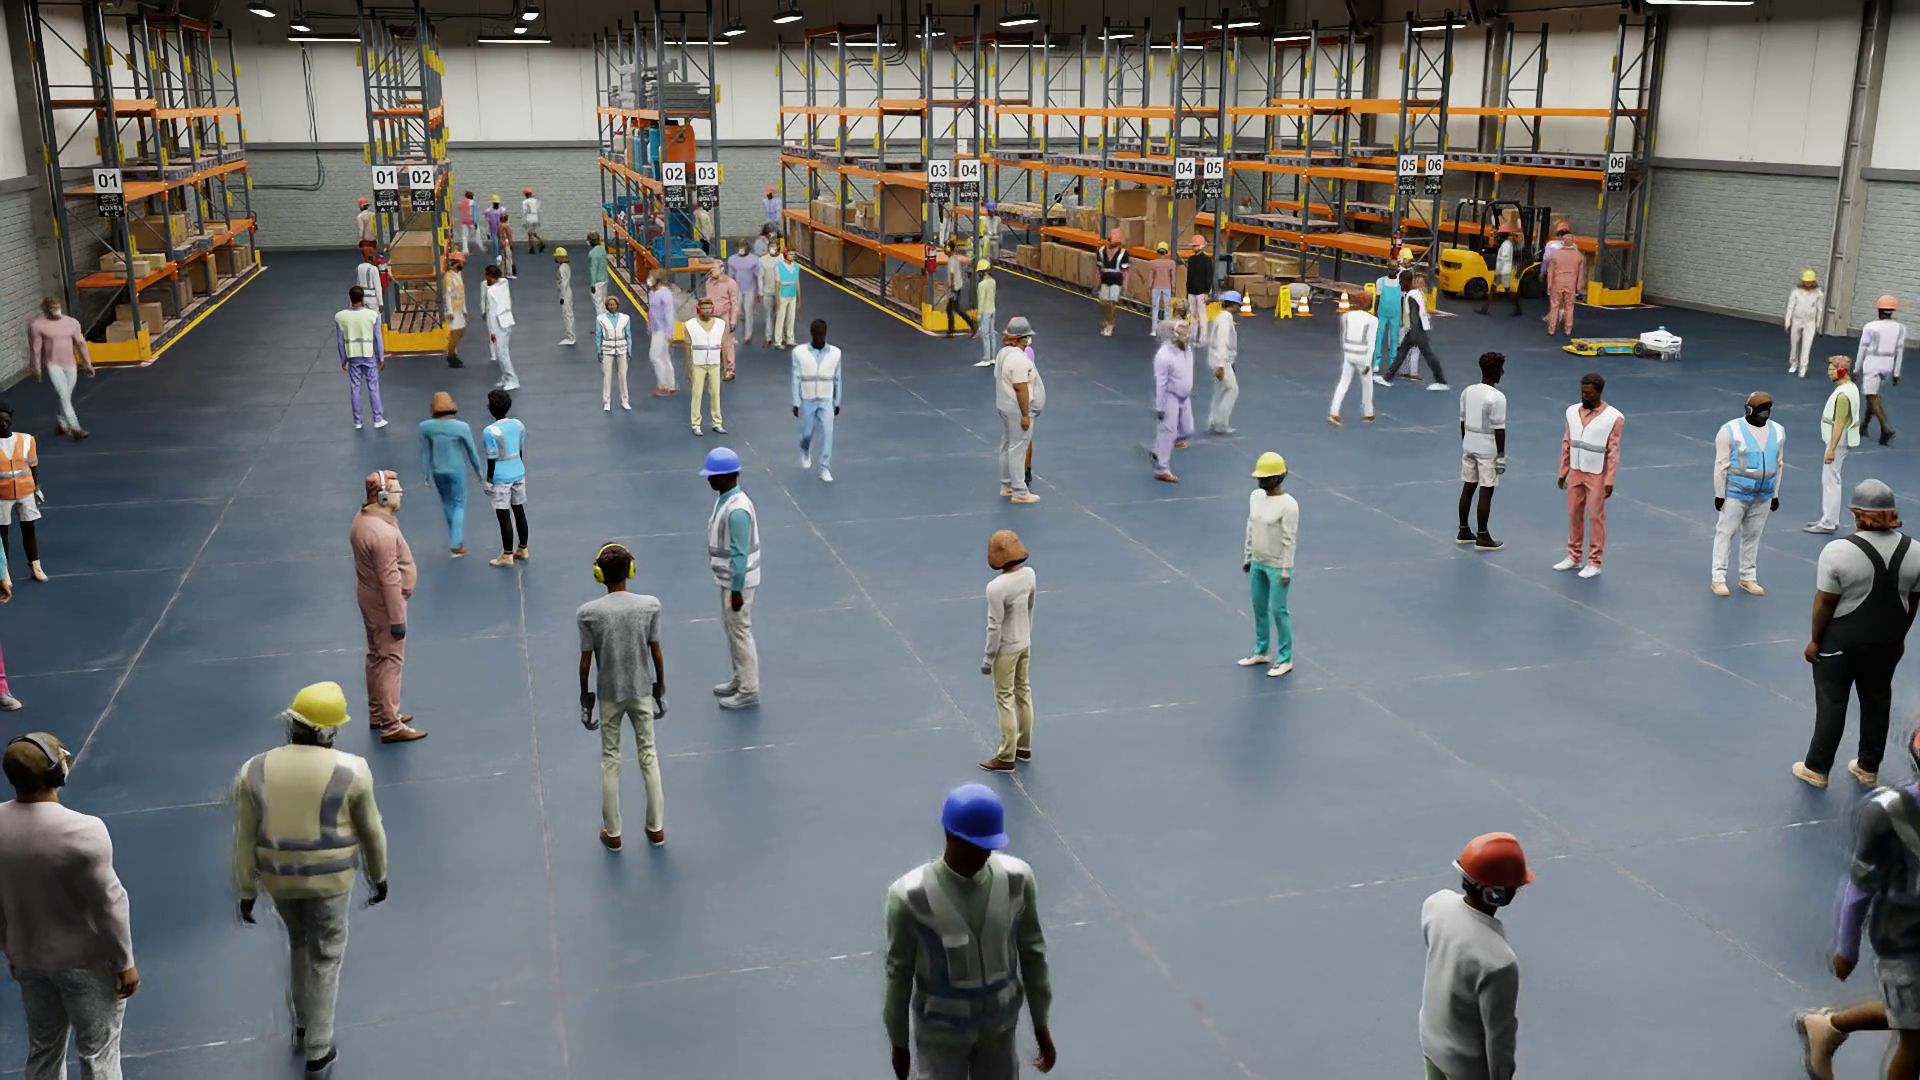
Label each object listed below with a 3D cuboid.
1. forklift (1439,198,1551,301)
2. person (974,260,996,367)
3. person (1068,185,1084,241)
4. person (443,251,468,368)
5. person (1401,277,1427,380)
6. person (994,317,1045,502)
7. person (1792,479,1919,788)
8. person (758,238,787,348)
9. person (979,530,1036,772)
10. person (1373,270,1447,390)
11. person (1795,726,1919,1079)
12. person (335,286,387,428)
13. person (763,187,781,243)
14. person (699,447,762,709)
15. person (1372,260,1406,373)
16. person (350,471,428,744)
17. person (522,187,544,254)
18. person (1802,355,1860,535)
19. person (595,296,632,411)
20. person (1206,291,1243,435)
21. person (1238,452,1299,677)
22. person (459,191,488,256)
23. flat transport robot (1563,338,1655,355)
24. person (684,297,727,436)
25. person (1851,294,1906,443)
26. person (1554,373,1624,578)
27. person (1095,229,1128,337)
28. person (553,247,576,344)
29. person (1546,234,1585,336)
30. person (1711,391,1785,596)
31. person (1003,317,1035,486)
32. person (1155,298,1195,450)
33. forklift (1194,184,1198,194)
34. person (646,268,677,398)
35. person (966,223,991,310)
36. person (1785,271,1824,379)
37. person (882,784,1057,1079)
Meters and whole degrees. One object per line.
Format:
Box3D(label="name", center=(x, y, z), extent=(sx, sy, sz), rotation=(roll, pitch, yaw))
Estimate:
Box3D(label="forklift", center=(11.913, -6.508, 37.130), extent=(2.313, 2.155, 1.214), rotation=(-4, 15, -15))
Box3D(label="person", center=(0.417, -3.766, 27.652), extent=(0.321, 1.761, 0.522), rotation=(7, 17, 25))
Box3D(label="person", center=(3.431, -9.648, 49.637), extent=(0.618, 1.846, 0.552), rotation=(4, 15, 14))
Box3D(label="person", center=(-8.375, -3.809, 27.563), extent=(0.418, 1.903, 0.613), rotation=(1, 15, 3))
Box3D(label="person", center=(7.203, -3.355, 26.364), extent=(0.289, 1.627, 0.506), rotation=(-7, 16, -25))
Box3D(label="person", center=(0.674, -1.449, 18.390), extent=(0.536, 2.000, 0.672), rotation=(-5, 16, -17))
Box3D(label="person", center=(5.751, 0.593, 10.706), extent=(0.683, 2.000, 0.538), rotation=(-1, 15, -3))
Box3D(label="person", center=(-3.302, -4.409, 29.725), extent=(0.627, 1.940, 0.372), rotation=(3, 15, 10))
Box3D(label="person", center=(0.318, 0.728, 10.981), extent=(0.289, 1.632, 0.497), rotation=(10, 18, 33))
Box3D(label="person", center=(6.964, -3.214, 25.502), extent=(1.170, 1.808, 0.605), rotation=(4, 15, 14))
Box3D(label="person", center=(3.918, 1.609, 6.956), extent=(0.608, 2.016, 0.887), rotation=(-5, 16, -18))
Box3D(label="person", center=(-8.069, -2.462, 22.435), extent=(0.590, 1.919, 0.391), rotation=(-2, 15, -8))
Box3D(label="person", center=(-5.447, -9.282, 48.195), extent=(0.546, 1.880, 1.004), rotation=(5, 16, 18))
Box3D(label="person", center=(-1.665, 0.269, 12.134), extent=(0.422, 1.937, 0.612), rotation=(-4, 15, -16))
Box3D(label="person", center=(6.957, -3.619, 26.943), extent=(0.504, 1.839, 0.344), rotation=(3, 15, 12))
Box3D(label="person", center=(-3.952, 0.452, 11.526), extent=(0.395, 1.899, 0.638), rotation=(-9, 17, -30))
Box3D(label="person", center=(-12.237, -9.132, 47.542), extent=(0.535, 1.913, 0.575), rotation=(11, 19, 36))
Box3D(label="person", center=(8.957, -0.968, 16.990), extent=(0.410, 1.830, 0.574), rotation=(8, 17, 28))
Box3D(label="person", center=(-4.938, -2.670, 23.751), extent=(0.514, 1.641, 0.309), rotation=(-6, 16, -22))
Box3D(label="person", center=(3.534, -2.329, 21.974), extent=(0.547, 1.897, 0.677), rotation=(2, 15, 8))
Box3D(label="person", center=(2.376, 0.181, 12.808), extent=(0.346, 1.759, 0.525), rotation=(-9, 17, -31))
Box3D(label="person", center=(-13.898, -9.019, 47.368), extent=(0.667, 1.780, 0.956), rotation=(5, 16, 19))
Box3D(label="flat transport robot", center=(11.376, -3.387, 29.074), extent=(1.431, 0.197, 0.652), rotation=(-1, 15, -6))
Box3D(label="person", center=(-3.363, -2.298, 21.988), extent=(0.561, 1.836, 0.392), rotation=(-8, 17, -27))
Box3D(label="person", center=(11.952, -2.221, 21.571), extent=(0.545, 1.909, 0.912), rotation=(-2, 15, -6))
Box3D(label="person", center=(5.863, -0.616, 15.519), extent=(0.409, 1.908, 0.597), rotation=(-10, 18, -32))
Box3D(label="person", center=(2.792, -4.780, 30.993), extent=(0.638, 2.012, 0.543), rotation=(5, 16, 19))
Box3D(label="person", center=(-7.183, -4.423, 30.150), extent=(0.315, 1.742, 0.492), rotation=(-1, 15, -3))
Box3D(label="person", center=(11.309, -4.764, 31.148), extent=(0.636, 1.900, 0.402), rotation=(2, 15, 7))
Box3D(label="person", center=(7.046, -0.414, 14.874), extent=(0.625, 1.846, 0.429), rotation=(-2, 15, -6))
Box3D(label="person", center=(0.670, -1.584, 19.091), extent=(0.369, 1.939, 0.542), rotation=(4, 15, 15))
Box3D(label="person", center=(2.724, -2.103, 21.075), extent=(0.381, 1.929, 0.636), rotation=(-11, 18, -36))
Box3D(label="forklift", center=(7.392, -11.333, 53.972), extent=(1.873, 2.768, 1.129), rotation=(-4, 15, -15))
Box3D(label="person", center=(-4.502, -3.063, 24.686), extent=(0.621, 1.917, 0.660), rotation=(-9, 17, -30))
Box3D(label="person", center=(0.386, -5.601, 34.232), extent=(0.587, 1.928, 0.362), rotation=(-11, 19, -37))
Box3D(label="person", center=(13.534, -3.479, 26.695), extent=(0.502, 1.694, 0.923), rotation=(8, 17, 27))
Box3D(label="person", center=(0.034, 1.832, 6.259), extent=(0.628, 1.930, 0.492), rotation=(-6, 16, -23))
